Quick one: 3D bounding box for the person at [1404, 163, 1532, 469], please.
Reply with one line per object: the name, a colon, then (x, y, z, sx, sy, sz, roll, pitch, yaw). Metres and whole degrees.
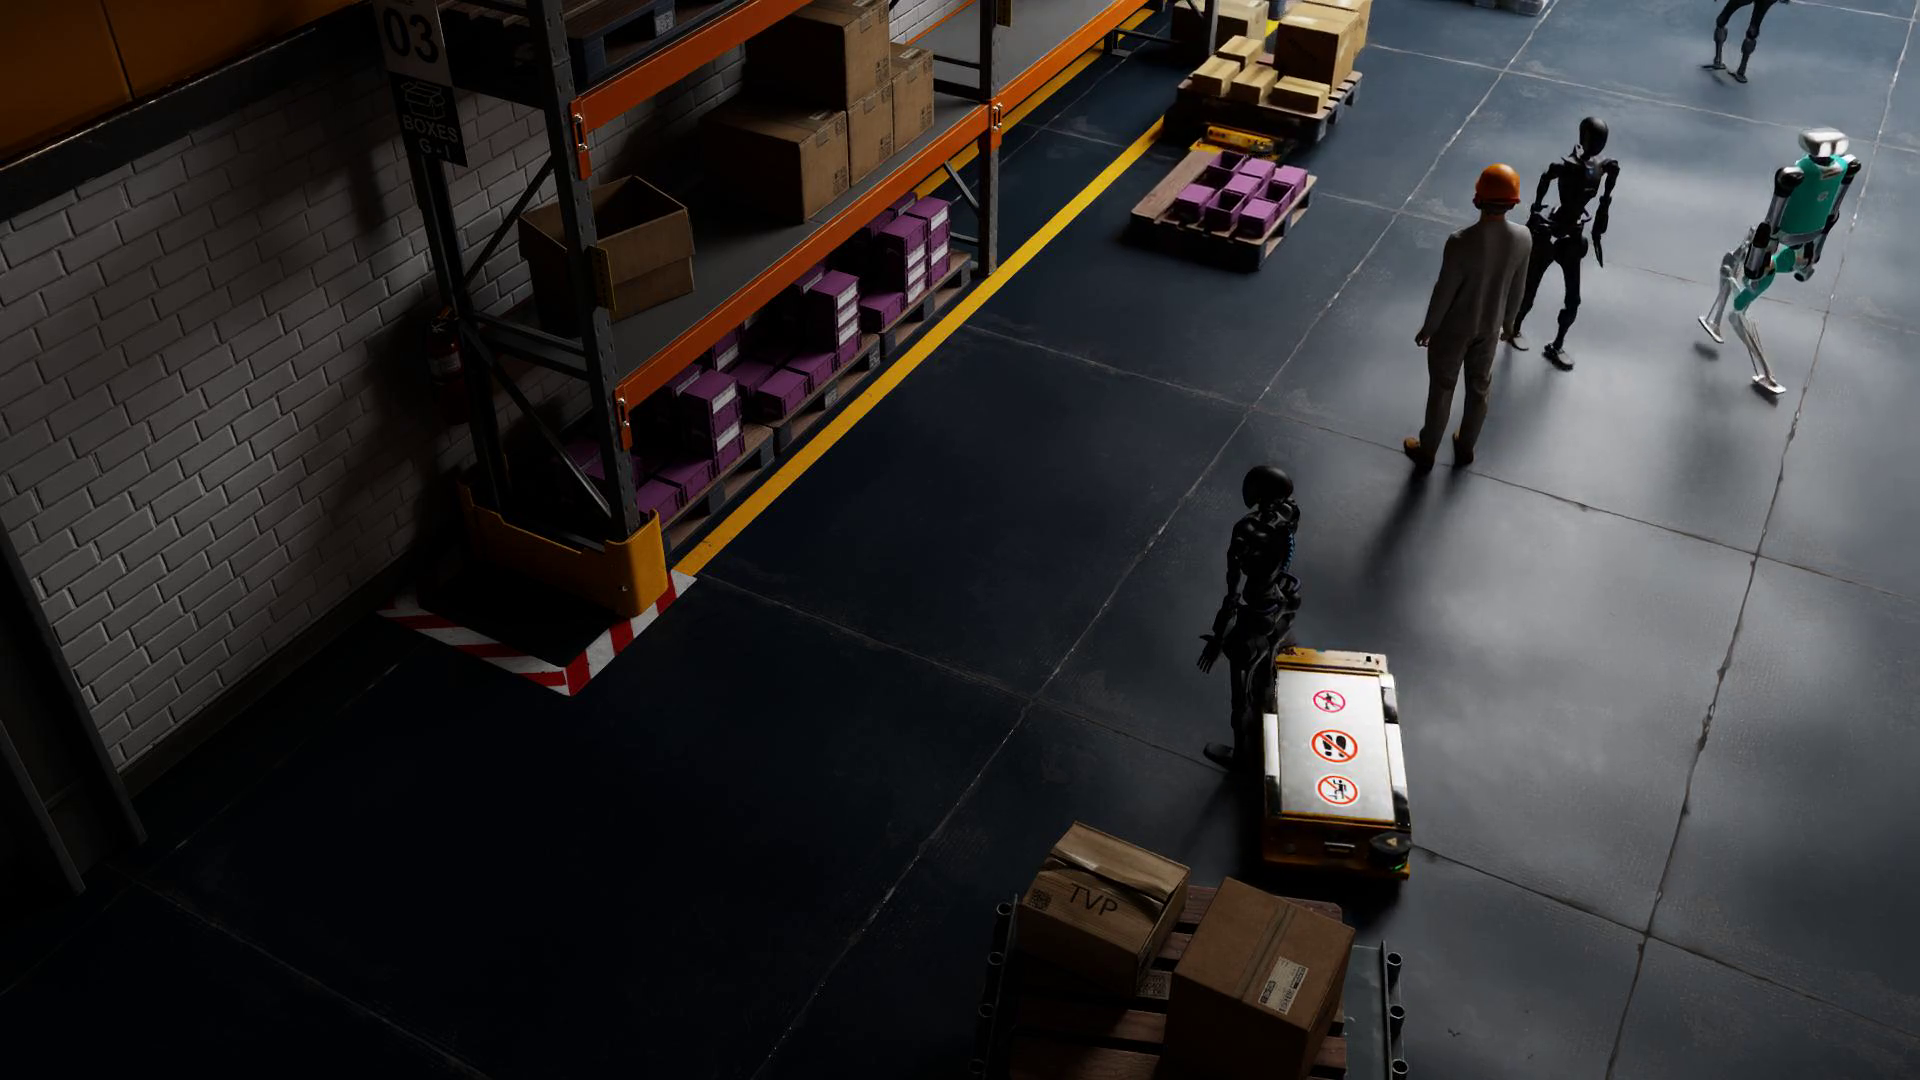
person: (2.905, -1.255, 9.488, 0.582, 1.894, 0.357, -7, 39, -9)

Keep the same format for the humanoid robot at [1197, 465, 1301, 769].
humanoid robot: (1.350, 0.350, 7.644, 0.315, 1.657, 0.599, 29, 47, 31)

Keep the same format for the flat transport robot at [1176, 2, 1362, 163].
flat transport robot: (2.435, -3.372, 13.434, 0.659, 0.231, 1.431, 20, 43, 23)

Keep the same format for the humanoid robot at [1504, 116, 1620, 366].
humanoid robot: (3.793, -1.889, 10.457, 0.599, 1.640, 0.527, -8, 39, -10)

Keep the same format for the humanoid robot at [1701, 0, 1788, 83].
humanoid robot: (6.693, -4.692, 13.958, 0.615, 1.642, 0.369, -2, 39, -3)

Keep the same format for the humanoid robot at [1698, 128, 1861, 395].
humanoid robot: (4.983, -1.827, 10.367, 0.558, 1.755, 1.043, -11, 40, -14)

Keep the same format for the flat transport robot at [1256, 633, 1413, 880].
flat transport robot: (1.765, 1.002, 7.967, 0.659, 0.231, 1.431, 4, 39, 5)
